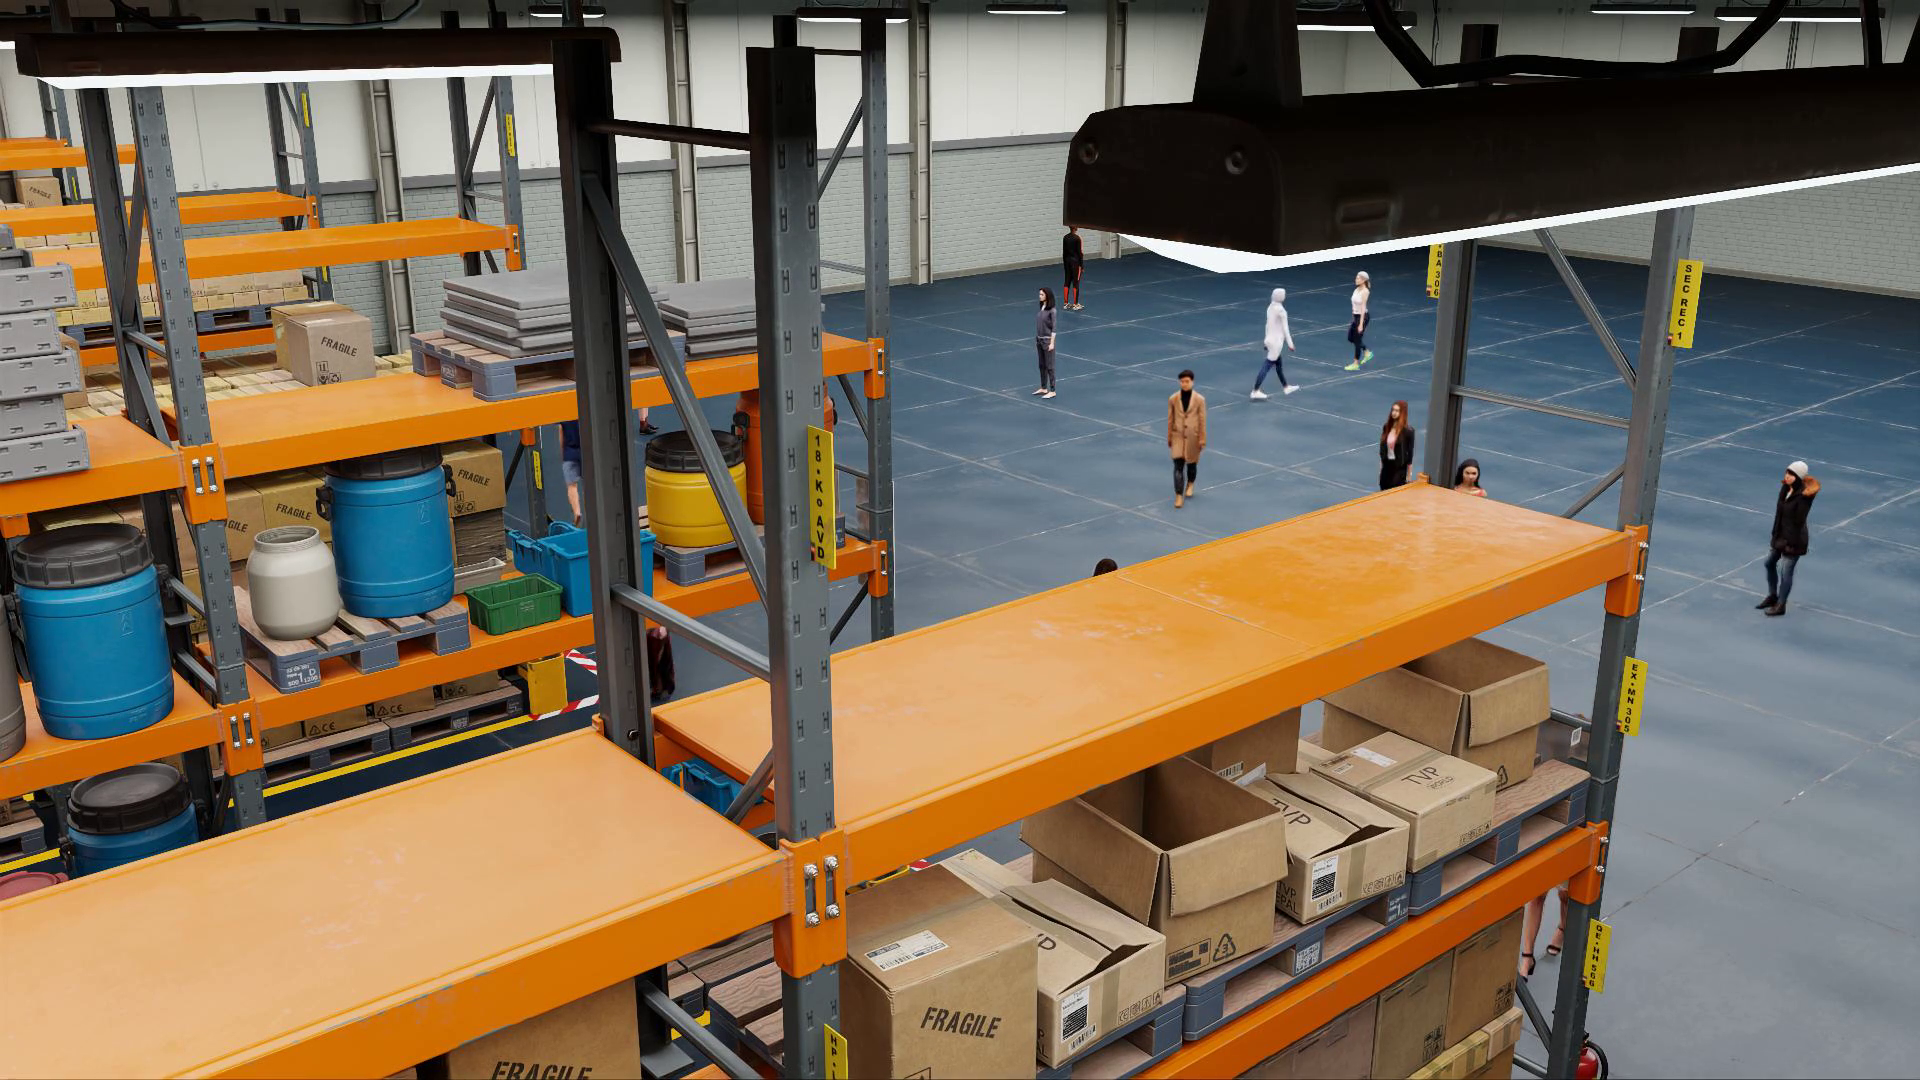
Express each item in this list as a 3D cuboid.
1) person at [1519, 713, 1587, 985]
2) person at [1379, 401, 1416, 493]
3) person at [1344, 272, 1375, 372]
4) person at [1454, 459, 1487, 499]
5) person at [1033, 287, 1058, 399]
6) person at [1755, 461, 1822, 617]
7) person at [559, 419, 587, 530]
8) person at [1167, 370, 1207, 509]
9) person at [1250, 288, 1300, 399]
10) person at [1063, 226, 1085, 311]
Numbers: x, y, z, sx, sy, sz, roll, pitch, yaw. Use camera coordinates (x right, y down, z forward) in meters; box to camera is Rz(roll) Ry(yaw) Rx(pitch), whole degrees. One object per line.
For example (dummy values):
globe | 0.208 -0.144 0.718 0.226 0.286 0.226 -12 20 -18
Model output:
person | 3.924 1.951 10.775 0.736 1.801 0.978 13 22 34
person | 5.142 -0.801 19.396 0.922 1.695 0.624 -14 23 -36
person | 6.919 -3.729 28.393 0.898 1.692 0.792 -3 18 -10
person | 5.070 0.001 16.966 1.056 1.675 1.180 3 18 9
person | 1.382 -3.166 26.547 0.564 1.764 0.634 -10 21 -29
person | 8.569 -0.017 17.093 0.773 1.630 0.743 -5 19 -14
person | -4.535 -0.984 19.746 1.038 1.827 0.967 -4 18 -11
person | 2.869 -1.305 20.934 1.041 1.702 1.191 5 19 14
person | 4.891 -3.054 26.264 1.220 1.727 0.944 -5 19 -15
person | 2.310 -5.647 34.093 0.658 1.808 0.594 14 23 36
